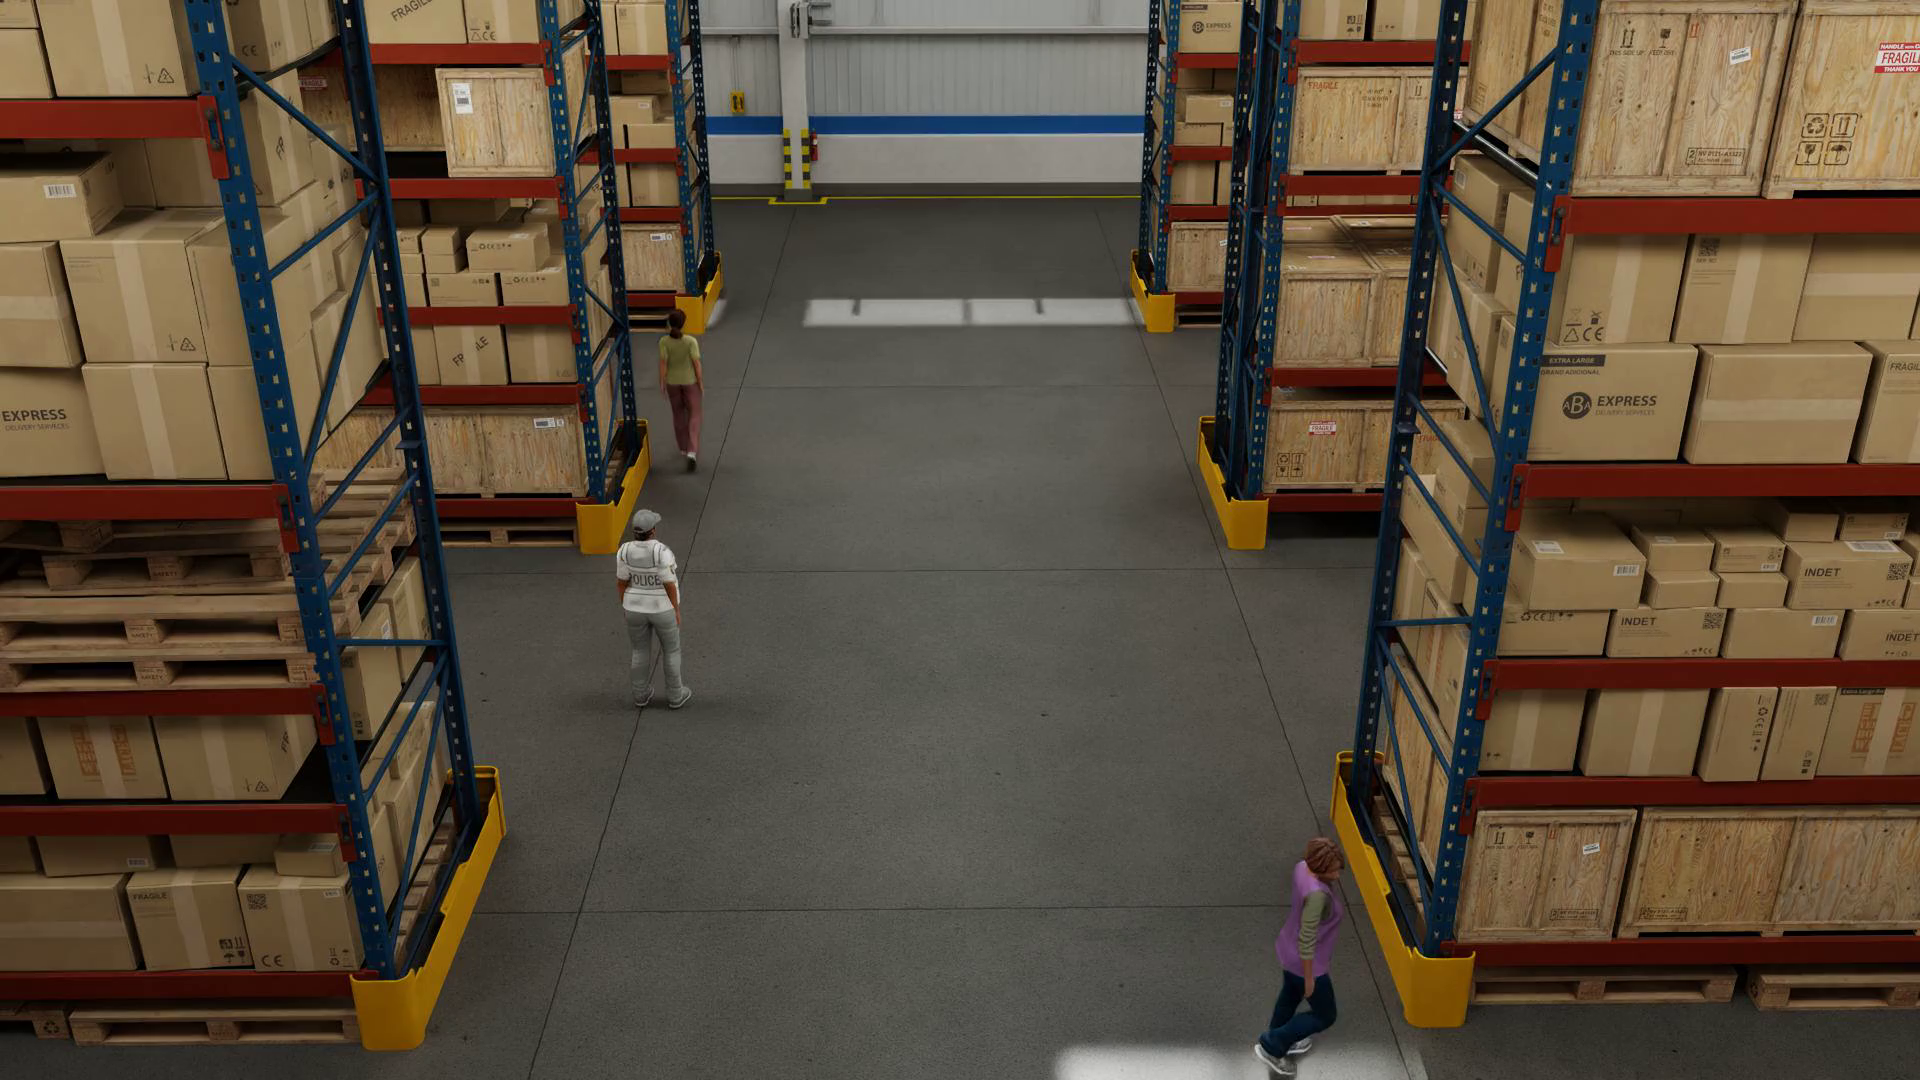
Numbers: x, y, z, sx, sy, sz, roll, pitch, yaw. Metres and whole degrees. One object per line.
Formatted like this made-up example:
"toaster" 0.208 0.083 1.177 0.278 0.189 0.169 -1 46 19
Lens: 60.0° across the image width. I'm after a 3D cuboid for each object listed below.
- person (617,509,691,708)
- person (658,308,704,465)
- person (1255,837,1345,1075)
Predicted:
"person" -2.382 0.529 12.866 0.467 1.665 0.388 4 25 8
"person" -2.914 -1.639 17.488 0.452 1.669 0.690 1 25 2
"person" 1.877 2.289 9.162 0.395 1.593 0.517 -1 25 -3
